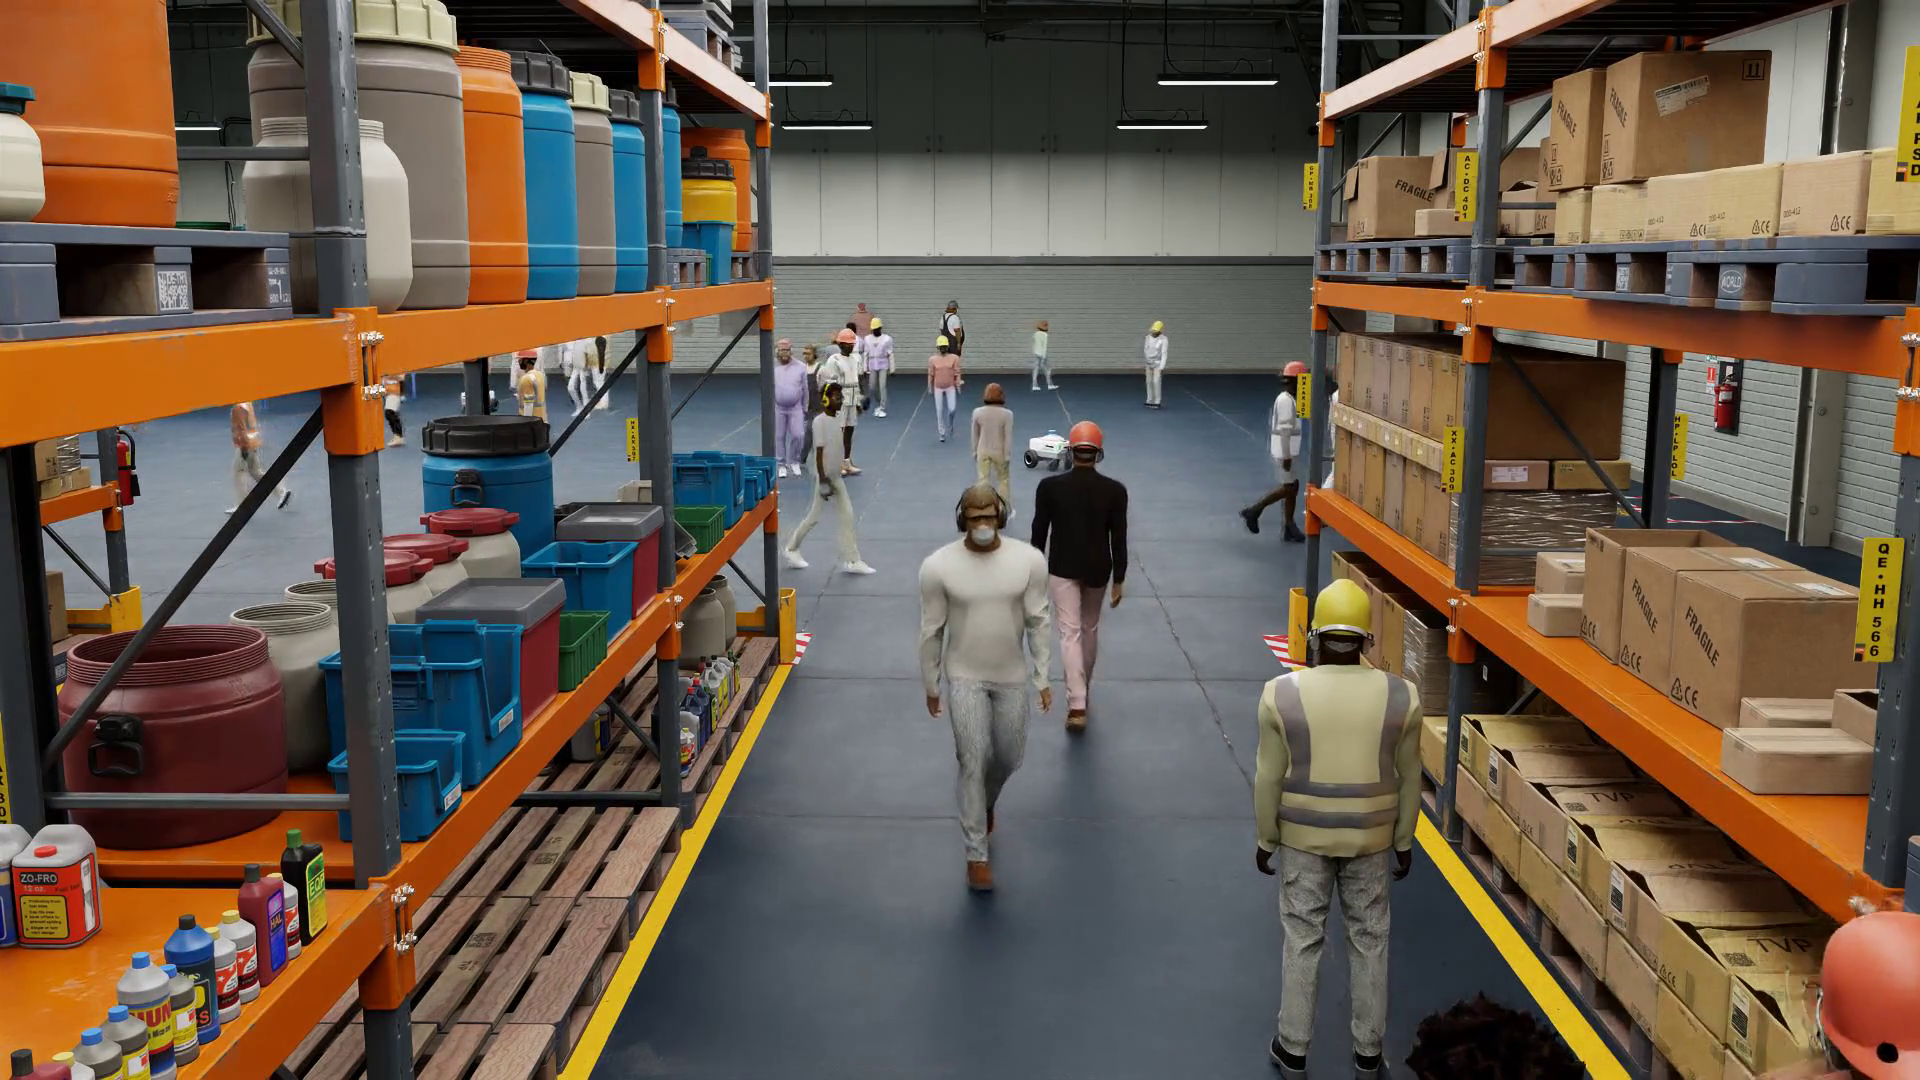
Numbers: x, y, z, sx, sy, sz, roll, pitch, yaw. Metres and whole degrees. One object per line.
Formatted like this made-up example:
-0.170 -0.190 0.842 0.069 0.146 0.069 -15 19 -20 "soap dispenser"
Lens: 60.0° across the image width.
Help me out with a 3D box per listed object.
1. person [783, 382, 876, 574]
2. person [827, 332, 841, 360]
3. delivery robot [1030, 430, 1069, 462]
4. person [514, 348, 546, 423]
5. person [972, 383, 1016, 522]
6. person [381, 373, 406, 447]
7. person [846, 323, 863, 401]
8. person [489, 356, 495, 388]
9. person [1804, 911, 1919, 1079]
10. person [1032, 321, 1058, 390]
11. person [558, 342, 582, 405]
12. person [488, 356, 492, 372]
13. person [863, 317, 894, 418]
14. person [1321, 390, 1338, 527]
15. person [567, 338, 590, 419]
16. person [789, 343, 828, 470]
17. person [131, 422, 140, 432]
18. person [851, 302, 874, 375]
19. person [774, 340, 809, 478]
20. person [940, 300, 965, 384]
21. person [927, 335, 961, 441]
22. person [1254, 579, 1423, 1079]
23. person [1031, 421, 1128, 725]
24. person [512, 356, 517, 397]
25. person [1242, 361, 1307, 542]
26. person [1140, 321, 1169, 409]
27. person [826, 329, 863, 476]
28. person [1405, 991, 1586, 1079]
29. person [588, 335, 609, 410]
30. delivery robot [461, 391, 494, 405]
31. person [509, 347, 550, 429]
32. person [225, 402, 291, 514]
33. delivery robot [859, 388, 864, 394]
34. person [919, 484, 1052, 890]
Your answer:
-1.297 -0.607 15.952 0.971 1.837 0.529 5 11 28 "person"
-2.431 -3.306 32.785 0.507 1.595 0.849 3 10 15 "person"
1.332 -1.339 23.954 0.477 0.478 0.707 -7 12 -37 "delivery robot"
-5.366 -1.475 20.787 0.360 1.939 0.543 1 10 5 "person"
0.381 -0.958 18.712 0.513 1.597 0.806 3 10 17 "person"
-9.146 -2.321 26.634 0.508 1.681 0.540 -9 13 -42 "person"
-2.378 -3.822 35.649 0.553 1.655 0.852 -9 13 -43 "person"
-11.107 -4.354 38.959 0.674 1.614 0.540 6 11 33 "person"
1.500 1.543 2.674 0.623 1.940 0.918 0 9 2 "person"
1.970 -4.286 38.637 0.735 1.600 0.501 -6 11 -33 "person"
-7.984 -3.716 34.316 0.593 1.904 0.615 -3 10 -20 "person"
-9.749 -3.526 33.649 0.535 1.738 0.596 -3 10 -17 "person"
-1.533 -3.311 31.920 0.628 1.937 0.523 3 10 20 "person"
4.310 -1.058 18.601 0.950 1.847 0.589 -7 12 -35 "person"
-7.212 -3.219 31.511 0.513 1.854 0.416 6 11 31 "person"
-2.133 -1.933 23.975 0.521 1.797 0.995 7 12 35 "person"
-14.251 -2.692 28.107 0.631 1.926 0.623 2 10 12 "person"
-2.571 -5.297 43.796 0.639 1.903 0.409 -4 10 -22 "person"
-2.398 -1.800 22.858 0.674 1.893 0.519 -2 10 -12 "person"
-0.151 -4.817 40.626 0.537 2.000 0.678 -7 12 -37 "person"
-0.264 -2.505 27.490 0.559 1.750 0.379 0 9 3 "person"
1.351 1.047 5.998 0.590 1.833 0.403 0 9 3 "person"
0.779 0.197 10.819 0.605 1.936 1.075 -1 10 -6 "person"
-9.604 -4.114 36.691 0.641 1.908 0.407 -9 13 -42 "person"
3.407 -0.942 17.677 0.645 1.915 0.556 3 10 18 "person"
3.918 -3.544 33.650 0.450 1.782 0.716 -7 12 -37 "person"
-1.572 -1.911 23.095 0.395 2.038 0.615 7 12 38 "person"
0.775 1.597 2.398 0.643 1.928 0.804 -3 10 -15 "person"
-7.296 -3.536 33.565 0.489 1.812 0.712 -4 10 -23 "person"
-9.544 -2.836 32.919 0.477 0.478 0.707 3 10 19 "delivery robot"
-7.174 -2.606 27.746 0.811 1.878 0.650 4 10 25 "person"
-8.324 -1.115 19.617 0.662 1.612 0.530 -2 10 -9 "person"
-2.163 -3.045 33.398 0.335 0.223 0.698 4 10 22 "delivery robot"
0.113 0.660 8.090 0.635 1.913 0.814 -2 10 -11 "person"
